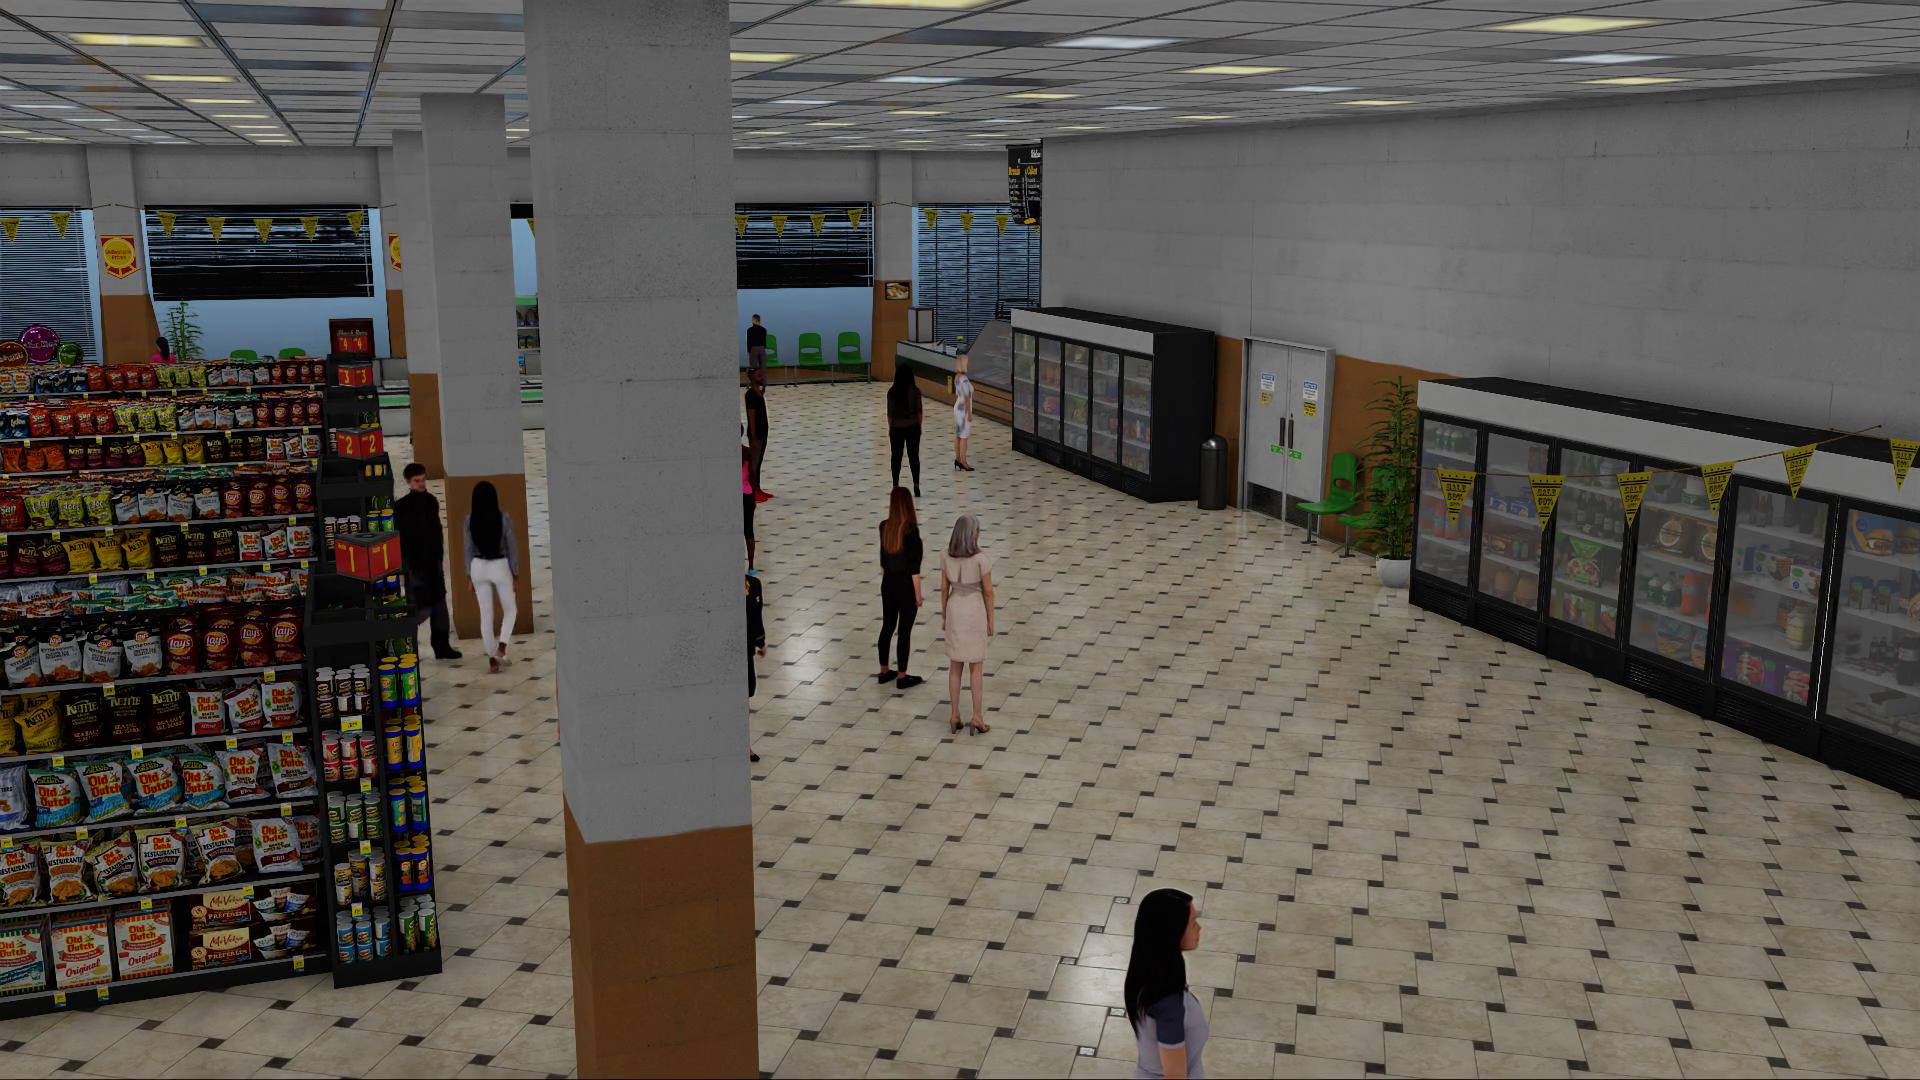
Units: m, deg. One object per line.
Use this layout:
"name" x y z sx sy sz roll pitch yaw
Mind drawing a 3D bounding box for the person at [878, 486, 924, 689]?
"person" -0.529 0.396 14.180 0.686 1.707 0.697 11 16 42

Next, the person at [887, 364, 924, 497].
"person" -0.755 -1.507 22.889 0.656 1.842 0.784 0 12 0

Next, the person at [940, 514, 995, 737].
"person" 0.056 0.651 12.902 0.680 1.736 0.745 5 13 23

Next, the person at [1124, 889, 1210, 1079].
"person" 0.758 2.088 6.147 0.610 1.707 0.645 -1 12 -6

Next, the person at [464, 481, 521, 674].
"person" -4.069 0.340 14.427 0.725 1.715 0.770 -1 12 -6

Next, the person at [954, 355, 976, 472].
"person" 0.043 -1.929 25.114 0.492 1.752 0.553 -4 13 -20

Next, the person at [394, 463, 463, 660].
"person" -4.860 0.218 14.762 1.106 1.815 1.040 4 12 16

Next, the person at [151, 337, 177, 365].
"person" -13.687 -2.652 28.677 0.738 1.698 0.637 11 16 42

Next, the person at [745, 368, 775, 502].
"person" -2.786 -1.453 22.721 0.707 1.806 0.715 2 12 9

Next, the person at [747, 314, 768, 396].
"person" -4.174 -3.827 34.337 0.518 1.666 0.670 -6 13 -27
